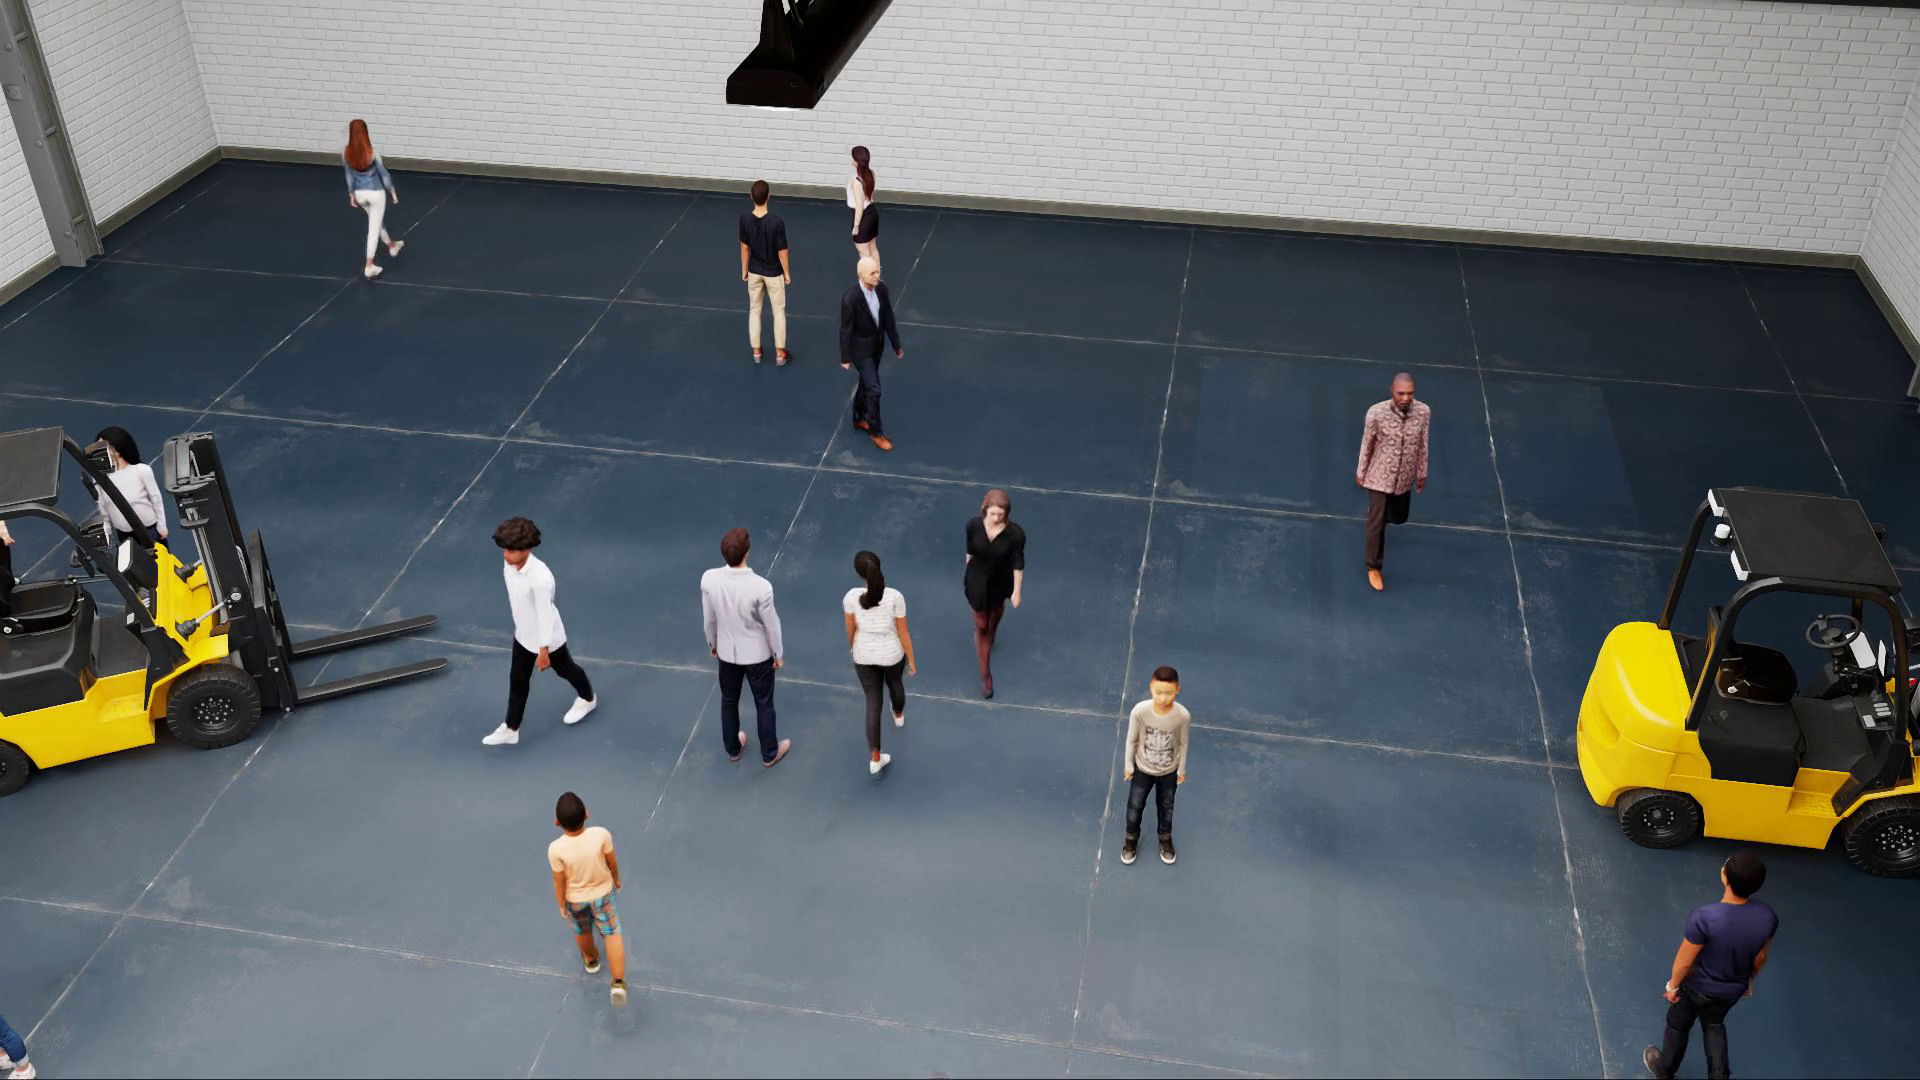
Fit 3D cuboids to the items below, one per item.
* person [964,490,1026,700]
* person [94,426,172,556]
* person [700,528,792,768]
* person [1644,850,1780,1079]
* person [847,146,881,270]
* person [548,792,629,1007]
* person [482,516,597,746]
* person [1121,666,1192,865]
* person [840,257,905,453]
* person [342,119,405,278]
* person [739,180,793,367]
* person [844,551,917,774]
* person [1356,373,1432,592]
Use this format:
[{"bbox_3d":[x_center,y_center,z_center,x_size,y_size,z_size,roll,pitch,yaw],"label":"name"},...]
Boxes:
[{"bbox_3d":[0.224,0.263,12.075,0.627,1.636,1.086,6,34,10],"label":"person"},{"bbox_3d":[-6.216,-0.121,12.596,0.652,1.700,0.601,-1,34,-1],"label":"person"},{"bbox_3d":[-1.458,0.728,11.183,0.697,1.850,0.578,9,35,13],"label":"person"},{"bbox_3d":[3.994,2.386,8.750,0.760,1.781,0.951,-1,34,-2],"label":"person"},{"bbox_3d":[-1.007,-3.347,17.497,0.657,1.647,0.510,12,35,17],"label":"person"},{"bbox_3d":[-2.109,2.063,9.540,0.807,1.444,0.975,-13,36,-18],"label":"person"},{"bbox_3d":[-2.833,0.598,11.462,1.043,1.757,1.218,27,42,34],"label":"person"},{"bbox_3d":[1.240,1.409,10.506,0.574,1.465,0.550,0,34,1],"label":"person"},{"bbox_3d":[-0.891,-1.741,14.963,0.962,1.778,0.938,24,40,31],"label":"person"},{"bbox_3d":[-6.398,-3.650,17.945,0.675,1.656,1.129,8,34,11],"label":"person"},{"bbox_3d":[-1.889,-2.597,16.183,0.636,1.852,0.552,7,34,11],"label":"person"},{"bbox_3d":[-0.572,0.850,11.229,0.719,1.596,1.075,3,34,5],"label":"person"},{"bbox_3d":[3.397,-0.549,13.163,0.869,1.785,1.128,-3,34,-5],"label":"person"}]
